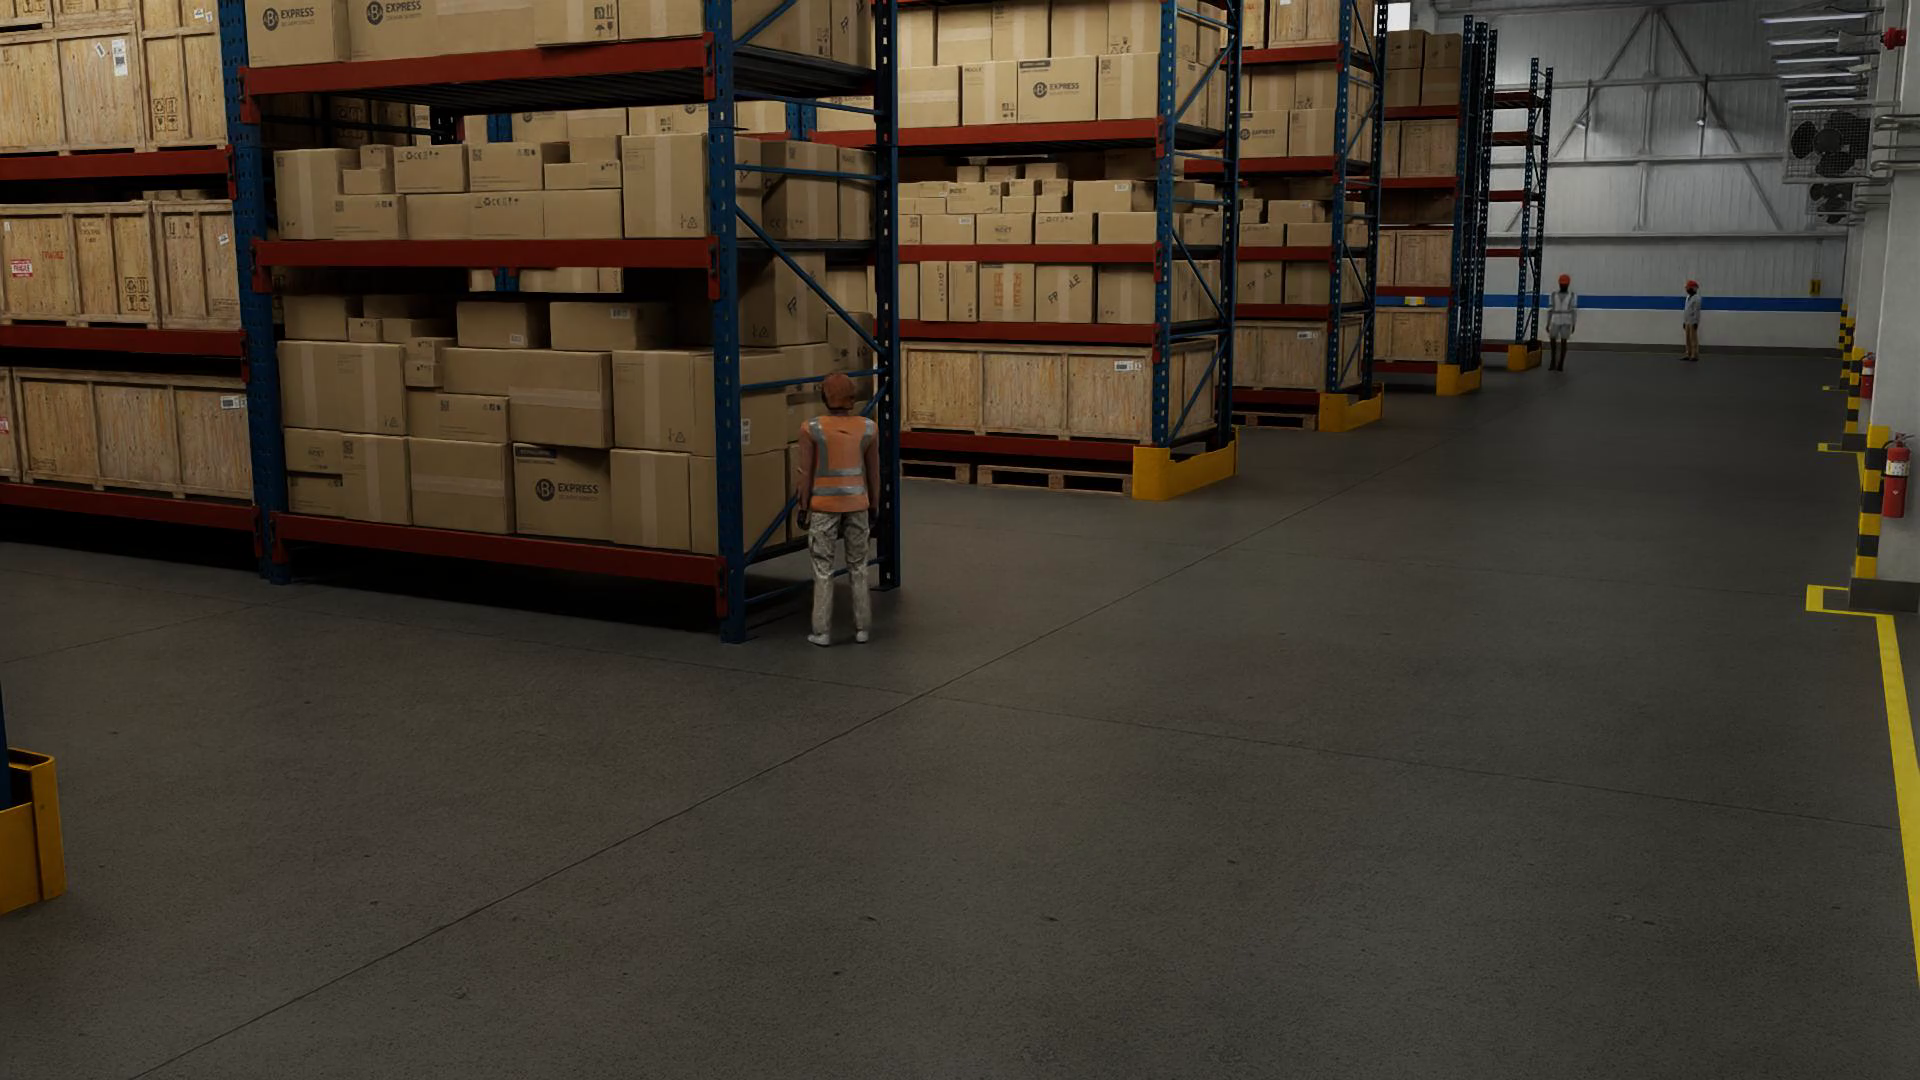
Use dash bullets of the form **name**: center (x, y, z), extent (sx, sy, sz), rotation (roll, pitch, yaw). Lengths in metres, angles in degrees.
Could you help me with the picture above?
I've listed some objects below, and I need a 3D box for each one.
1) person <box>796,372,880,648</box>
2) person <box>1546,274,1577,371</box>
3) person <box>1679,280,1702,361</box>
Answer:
- **person**: center (-0.718, -0.176, 9.884), extent (0.522, 1.631, 0.314), rotation (-4, 11, -22)
- **person**: center (11.811, -4.263, 32.710), extent (0.580, 1.911, 0.751), rotation (5, 11, 27)
- **person**: center (15.755, -4.722, 35.882), extent (0.360, 1.742, 0.563), rotation (0, 10, -1)
